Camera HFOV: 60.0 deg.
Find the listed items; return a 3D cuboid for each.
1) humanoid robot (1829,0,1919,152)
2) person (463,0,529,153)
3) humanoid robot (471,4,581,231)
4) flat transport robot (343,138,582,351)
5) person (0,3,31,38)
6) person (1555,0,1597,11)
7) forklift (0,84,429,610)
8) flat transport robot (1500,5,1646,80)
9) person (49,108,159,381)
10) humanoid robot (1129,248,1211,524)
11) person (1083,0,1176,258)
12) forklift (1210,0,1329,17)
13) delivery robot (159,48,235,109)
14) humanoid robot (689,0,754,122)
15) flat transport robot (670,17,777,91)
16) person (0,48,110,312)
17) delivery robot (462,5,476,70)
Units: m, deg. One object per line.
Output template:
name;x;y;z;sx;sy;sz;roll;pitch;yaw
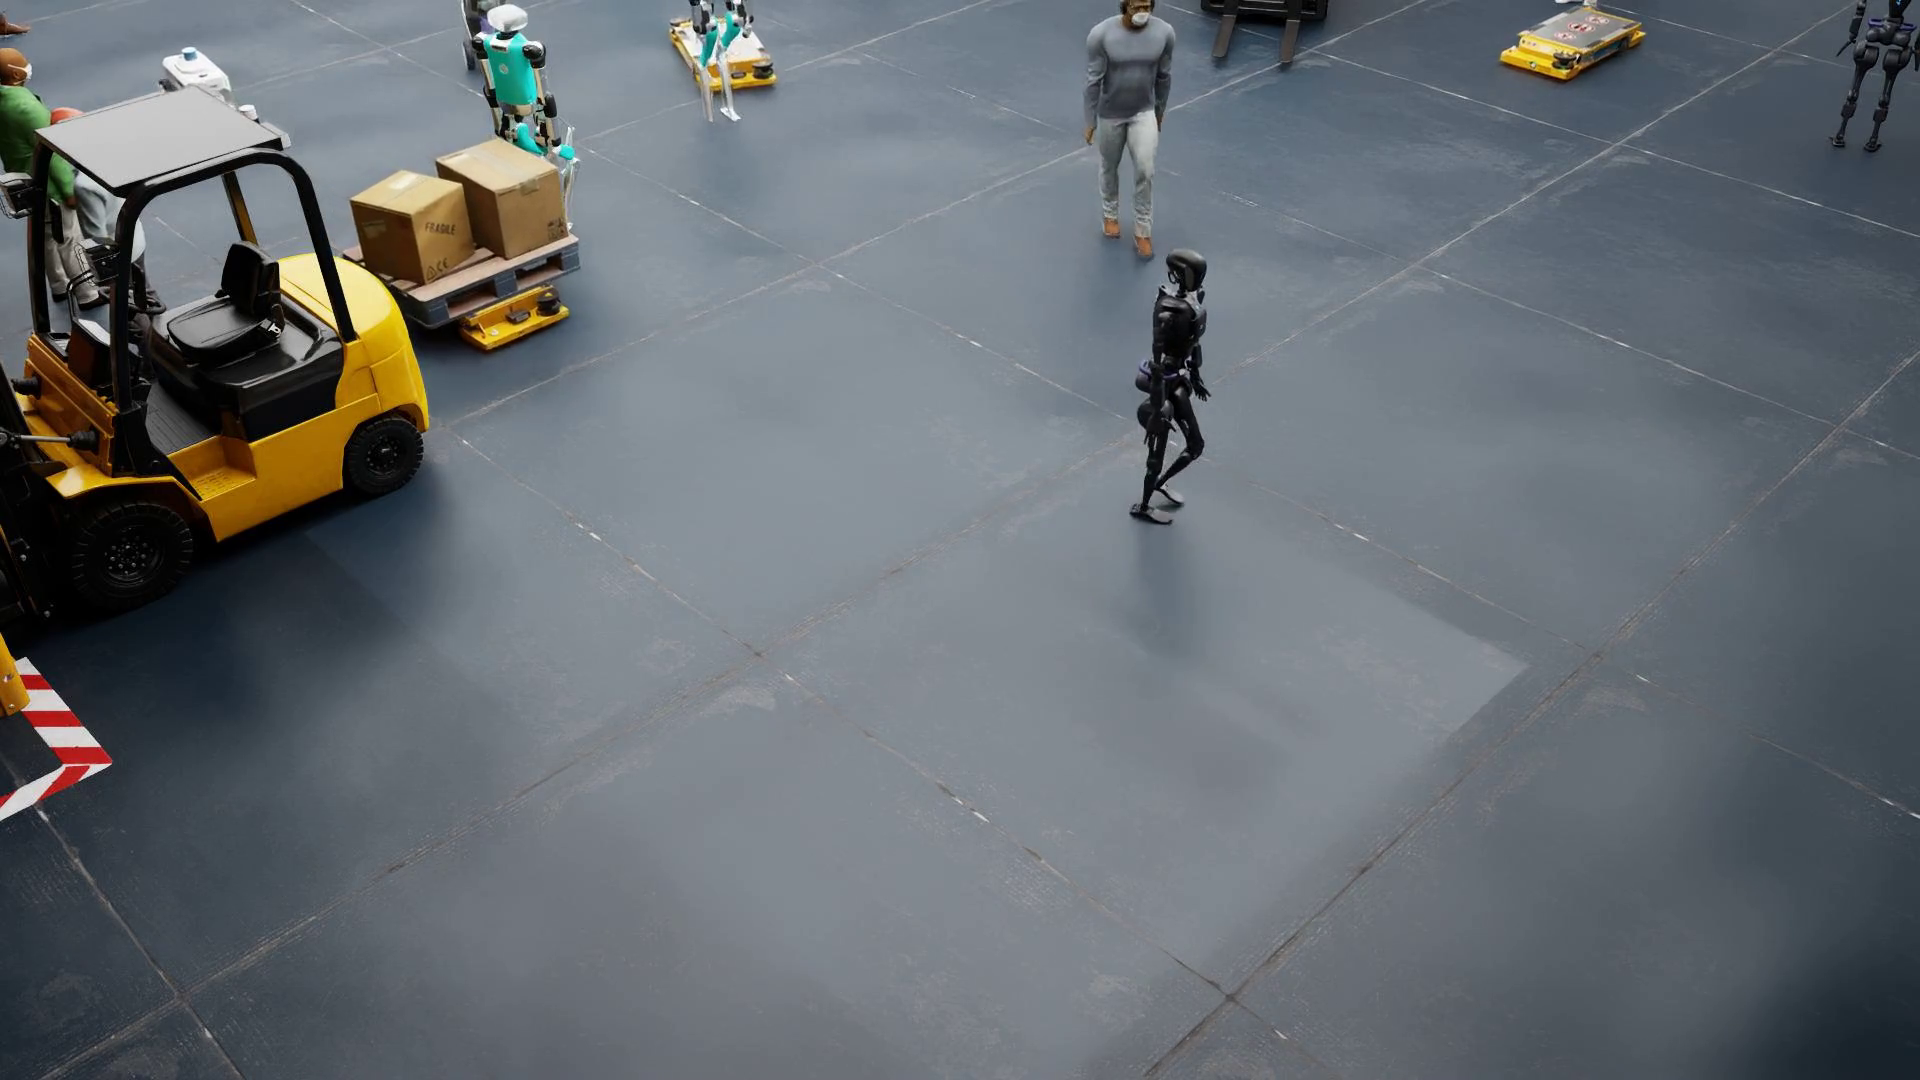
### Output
humanoid robot;7.237;-3.896;13.023;0.599;1.657;0.315;17;40;22
person;-3.573;-3.802;12.607;0.371;2.043;0.604;-4;37;-5
humanoid robot;-2.922;-2.946;11.605;0.533;1.673;0.735;13;39;17
flat transport robot;-3.344;-1.713;11.290;1.431;0.231;0.659;30;46;34
person;-8.889;-5.425;14.952;0.441;1.829;0.516;-24;43;-28
person;5.991;-5.802;15.615;0.306;1.640;0.513;-9;38;-12
forklift;-4.145;-1.093;8.856;2.313;2.155;1.214;-31;47;-34
flat transport robot;5.556;-4.503;15.025;1.431;0.231;0.659;-30;46;-34
person;-5.186;-1.796;10.190;0.347;1.719;0.572;-4;37;-5
humanoid robot;1.133;-0.801;8.891;0.335;1.644;0.584;18;41;23
person;1.163;-2.899;11.513;0.642;1.905;0.846;-2;37;-3
forklift;3.106;-6.400;15.960;1.214;2.155;2.313;8;37;10
delivery robot;-6.339;-3.794;13.833;0.499;0.591;0.781;-25;43;-29
humanoid robot;-1.985;-4.229;13.465;0.539;1.834;0.687;-17;40;-22
flat transport robot;-2.129;-4.352;14.822;0.659;0.231;1.431;-12;38;-15
person;-5.985;-2.336;10.871;0.547;1.779;0.383;21;42;26
delivery robot;-4.221;-4.554;14.855;0.499;0.595;0.770;-12;38;-16
